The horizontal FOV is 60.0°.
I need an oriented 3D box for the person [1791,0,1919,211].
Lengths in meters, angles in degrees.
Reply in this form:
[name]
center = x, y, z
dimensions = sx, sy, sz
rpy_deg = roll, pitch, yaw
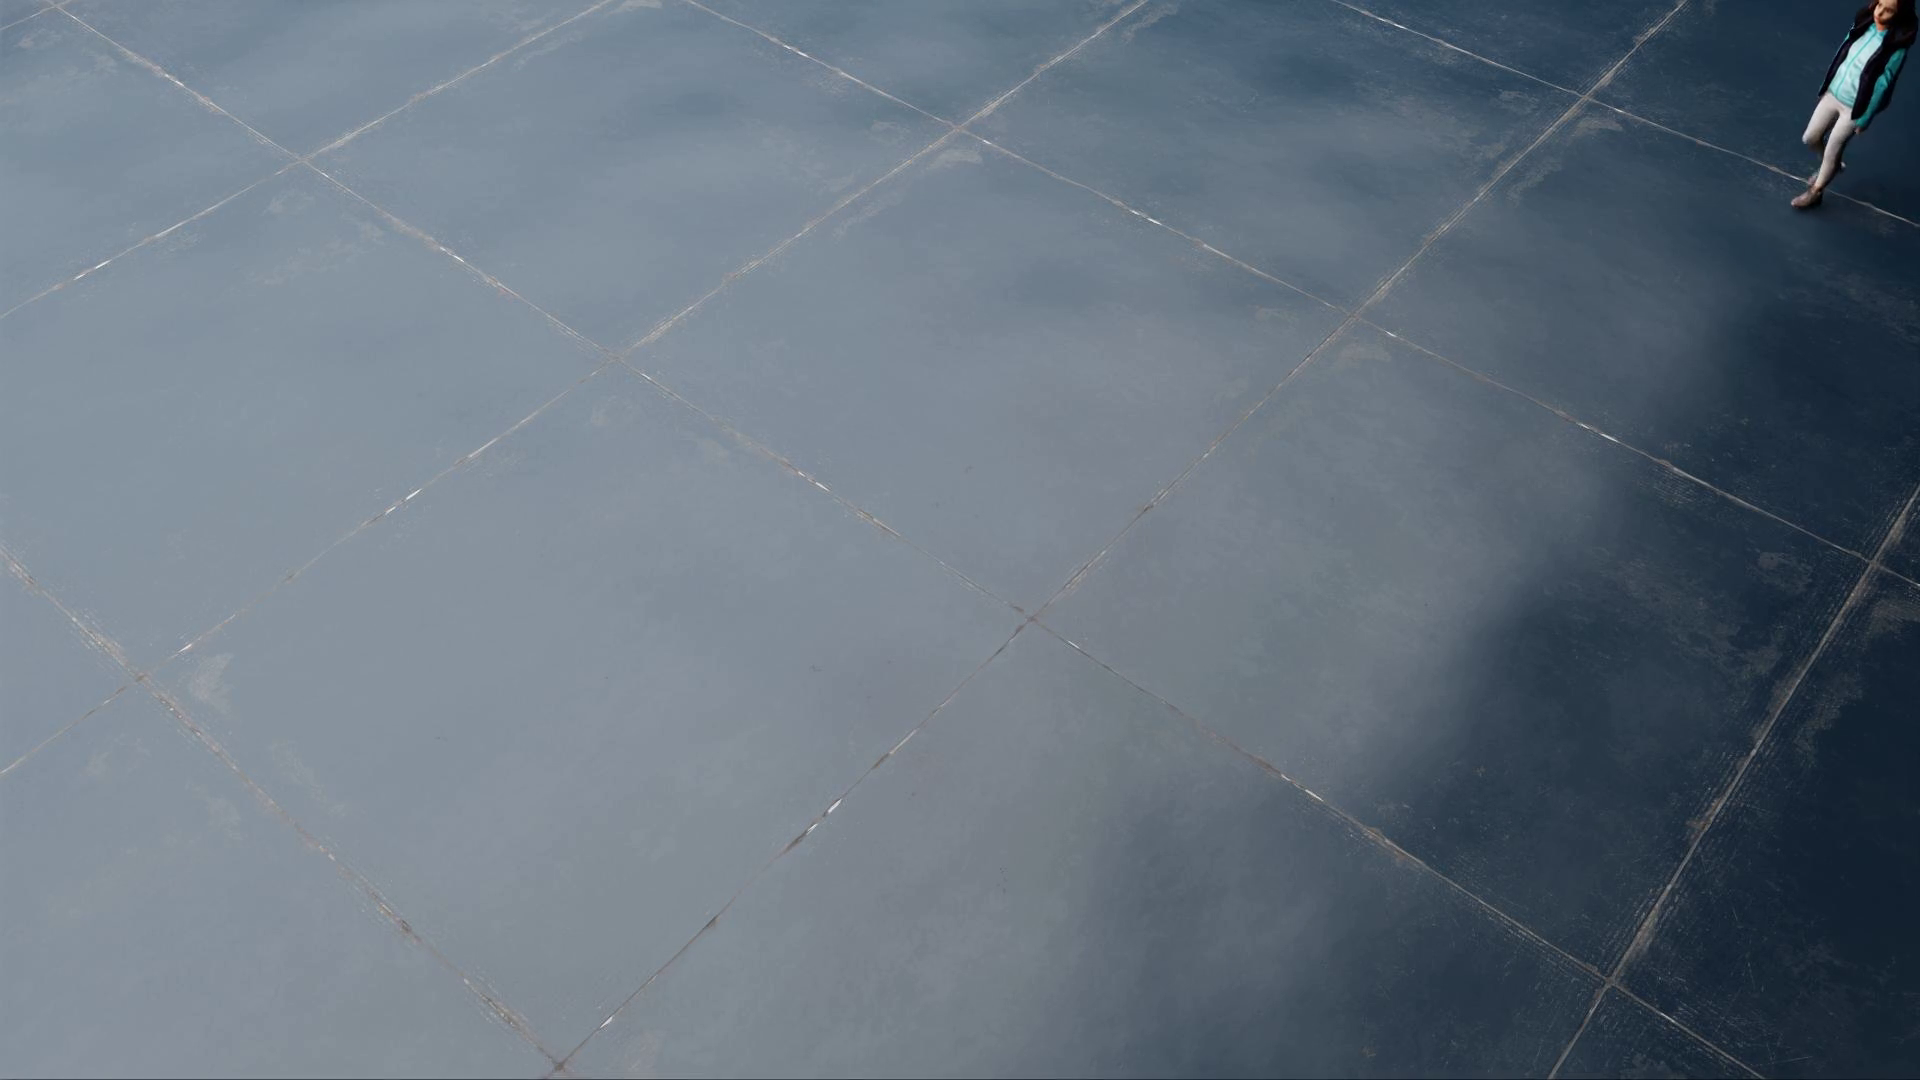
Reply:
[person]
center = 5.346, -2.640, 9.871
dimensions = 0.738, 1.492, 0.694
rpy_deg = -16, 49, -14
